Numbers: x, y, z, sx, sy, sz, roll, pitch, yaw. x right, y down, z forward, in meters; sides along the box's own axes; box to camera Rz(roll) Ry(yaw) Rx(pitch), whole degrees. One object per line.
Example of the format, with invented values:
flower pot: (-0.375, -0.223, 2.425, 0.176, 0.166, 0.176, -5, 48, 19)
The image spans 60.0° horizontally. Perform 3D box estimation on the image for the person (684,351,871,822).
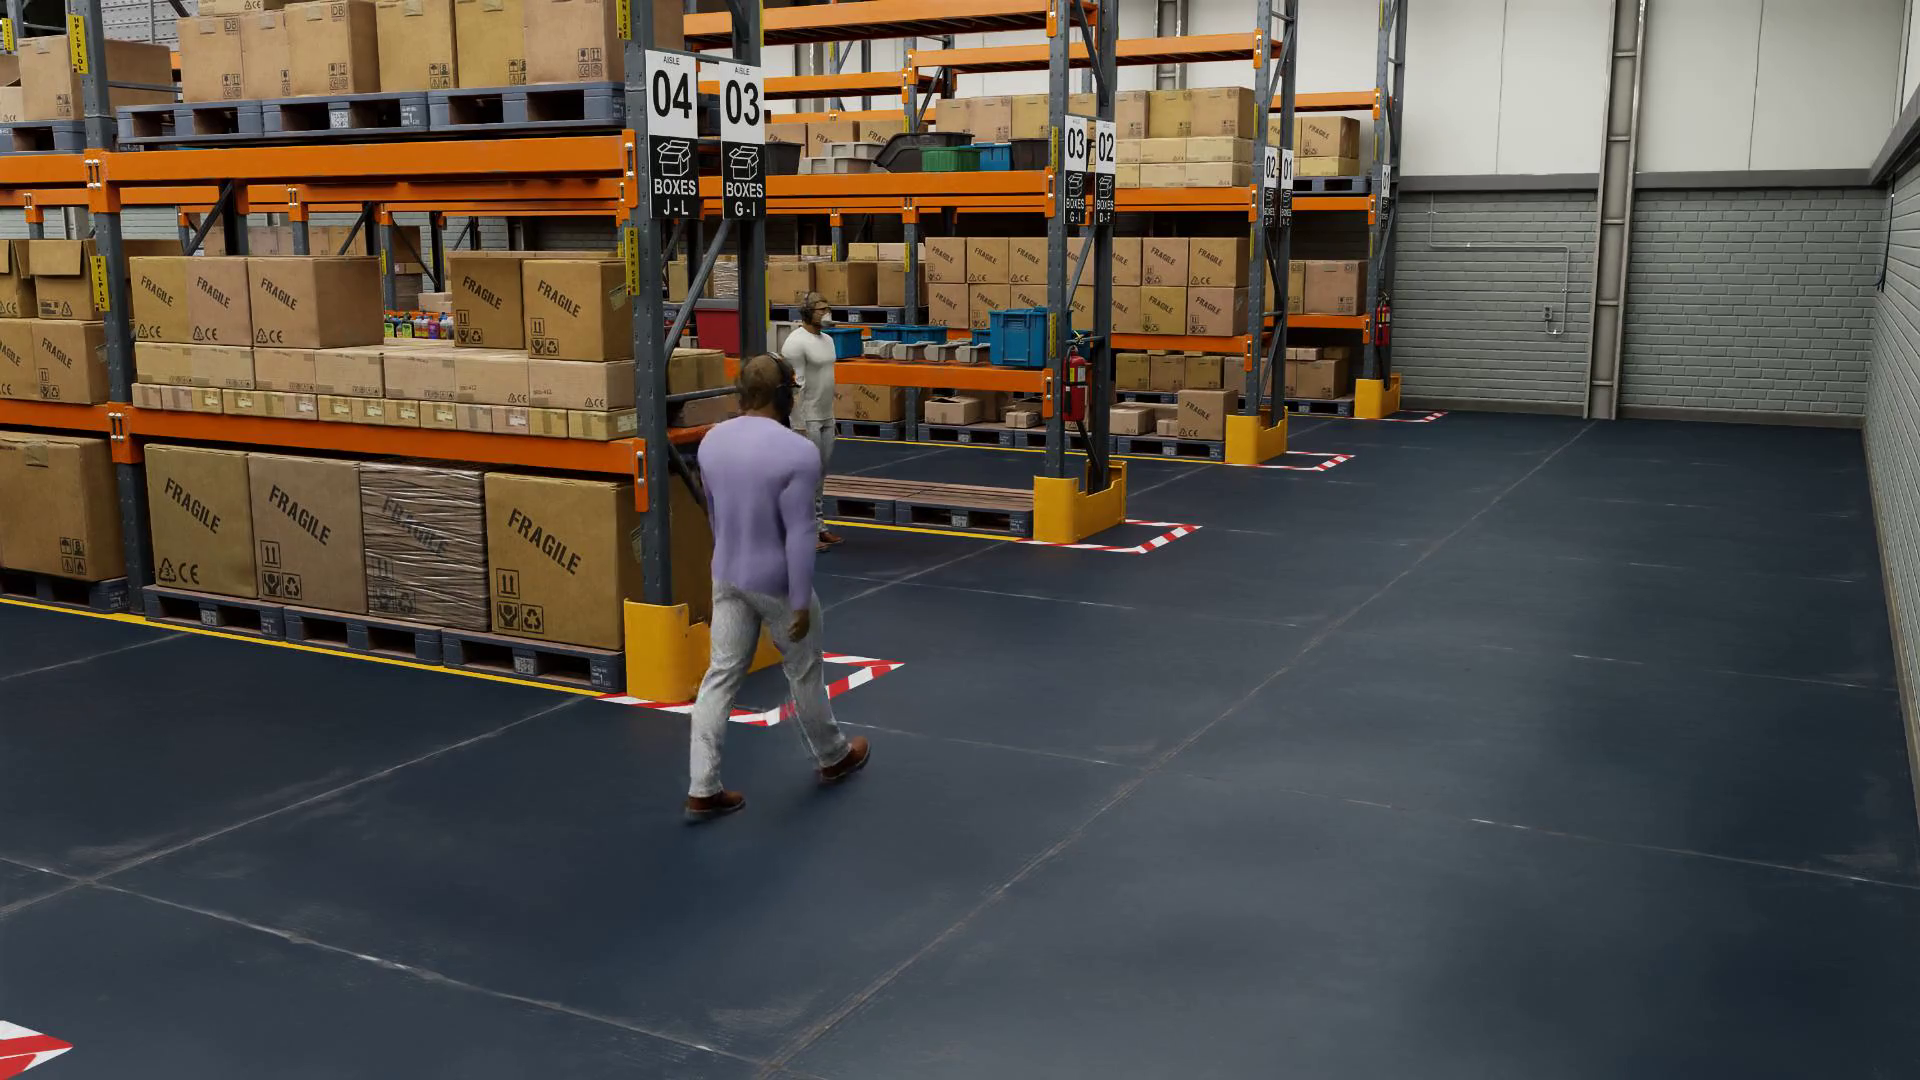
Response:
person: (-0.784, 0.171, 6.852, 0.641, 1.888, 1.011, 6, 12, 31)

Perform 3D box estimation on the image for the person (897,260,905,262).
person: (-0.698, -2.471, 20.841, 0.406, 2.037, 0.624, 5, 12, 25)

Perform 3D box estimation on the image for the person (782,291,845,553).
person: (-1.093, -0.886, 12.457, 0.372, 1.940, 0.629, 4, 11, 20)
